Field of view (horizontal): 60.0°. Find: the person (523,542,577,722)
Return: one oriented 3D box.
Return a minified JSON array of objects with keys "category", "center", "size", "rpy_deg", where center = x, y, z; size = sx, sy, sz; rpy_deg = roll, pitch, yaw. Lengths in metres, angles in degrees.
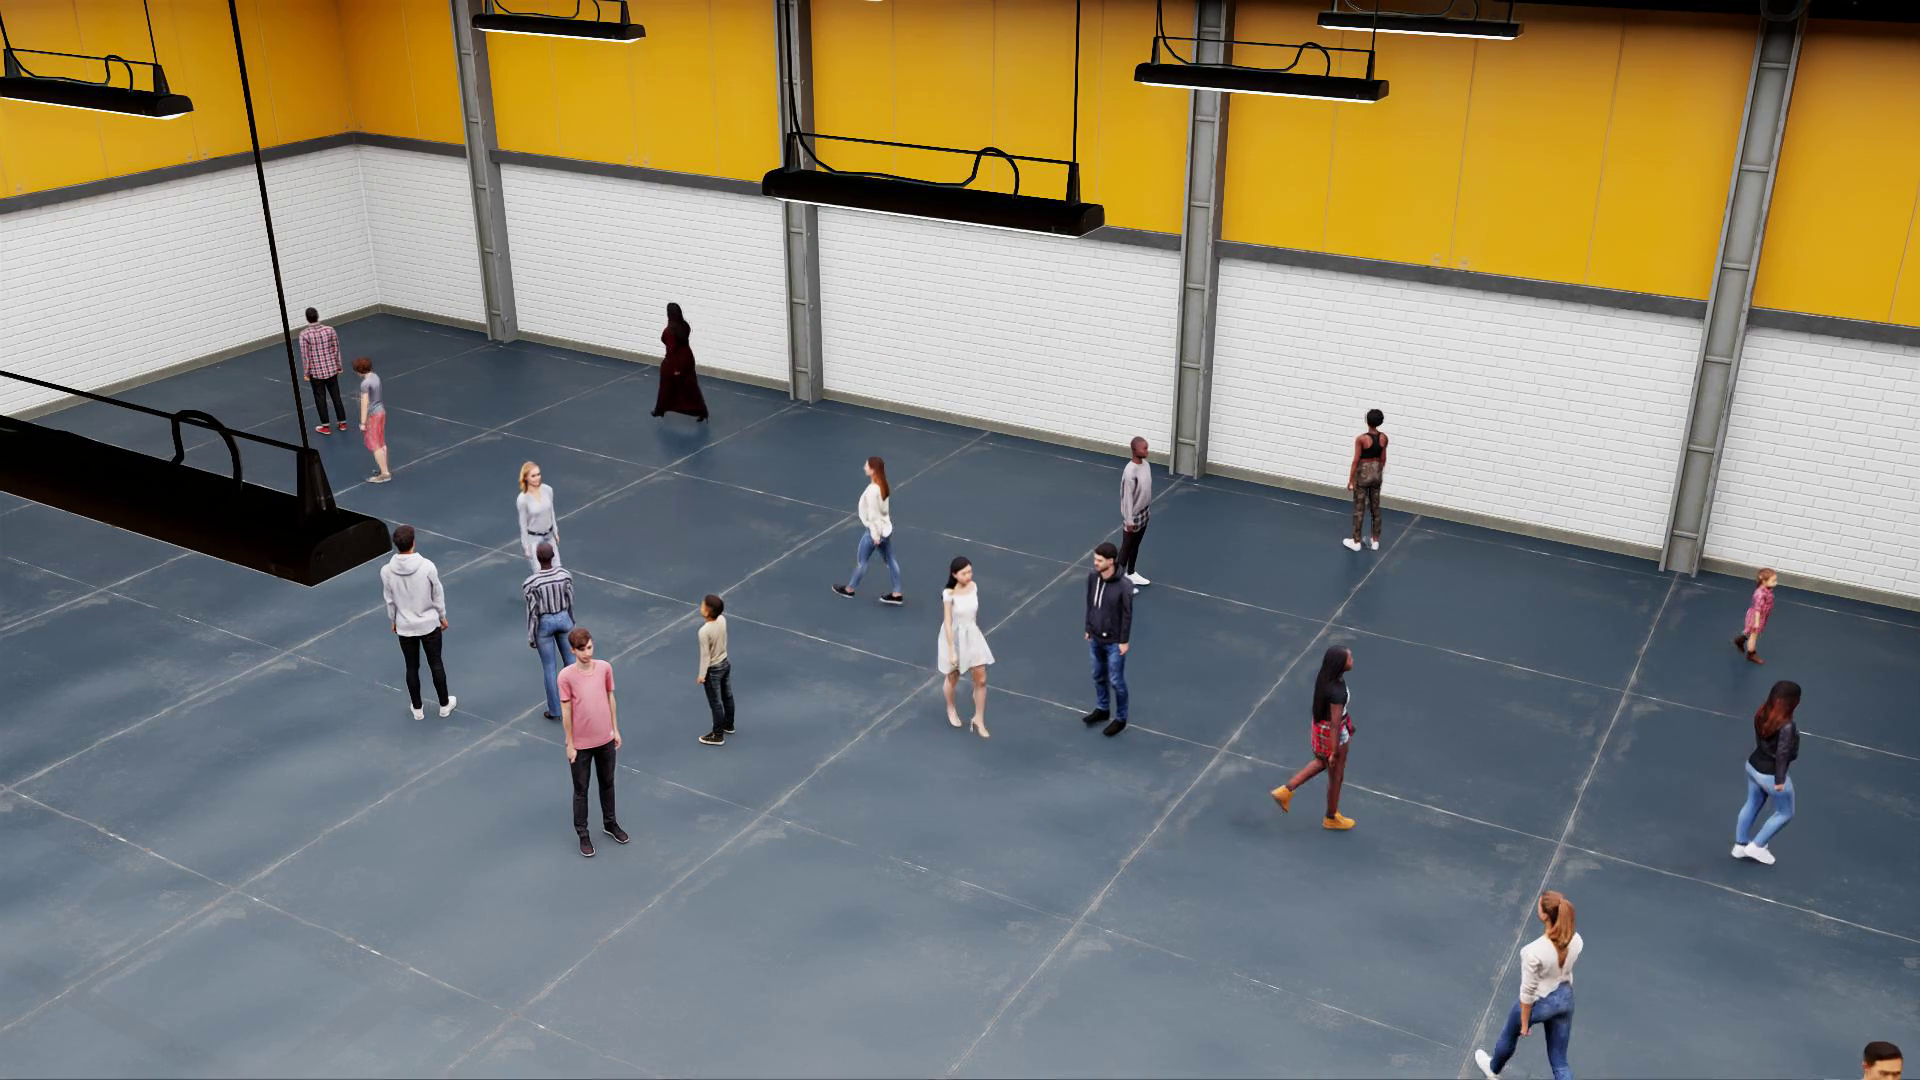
[{"category":"person","center":[-3.764,0.840,15.429],"size":[0.692,1.796,0.664],"rpy_deg":[-16,29,-33]}]

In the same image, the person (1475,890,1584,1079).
[{"category":"person","center":[3.778,3.037,10.554],"size":[1.122,1.676,1.198],"rpy_deg":[-7,25,-16]}]

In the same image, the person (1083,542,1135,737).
[{"category":"person","center":[1.383,0.872,15.247],"size":[0.802,1.883,0.632],"rpy_deg":[-19,30,-37]}]

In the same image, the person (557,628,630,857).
[{"category":"person","center":[-2.999,1.599,13.490],"size":[0.692,1.958,0.676],"rpy_deg":[-17,29,-34]}]

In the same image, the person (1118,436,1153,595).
[{"category":"person","center":[1.881,-0.293,18.055],"size":[0.510,1.769,0.609],"rpy_deg":[14,27,29]}]

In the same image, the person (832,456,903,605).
[{"category":"person","center":[-0.797,-0.070,17.682],"size":[1.052,1.659,0.762],"rpy_deg":[8,25,18]}]

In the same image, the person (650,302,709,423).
[{"category":"person","center":[-3.792,-2.398,22.955],"size":[1.120,1.702,0.673],"rpy_deg":[12,26,25]}]

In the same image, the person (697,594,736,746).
[{"category":"person","center":[-2.217,1.157,15.115],"size":[0.527,1.466,0.568],"rpy_deg":[11,26,23]}]

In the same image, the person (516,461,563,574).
[{"category":"person","center":[-4.436,-0.004,17.365],"size":[0.795,1.791,0.694],"rpy_deg":[20,30,38]}]

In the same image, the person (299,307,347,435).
[{"category":"person","center":[-8.711,-2.326,22.715],"size":[0.767,1.761,0.700],"rpy_deg":[-19,30,-37]}]

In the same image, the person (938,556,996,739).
[{"category":"person","center":[-0.056,0.949,15.232],"size":[0.813,1.755,0.928],"rpy_deg":[-15,28,-31]}]

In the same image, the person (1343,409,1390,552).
[{"category":"person","center":[4.670,-0.697,19.070],"size":[0.675,1.696,0.748],"rpy_deg":[-7,25,-16]}]

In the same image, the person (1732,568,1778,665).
[{"category":"person","center":[7.955,0.731,16.652],"size":[0.593,1.016,0.484],"rpy_deg":[20,31,38]}]

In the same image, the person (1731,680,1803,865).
[{"category":"person","center":[6.396,1.863,13.302],"size":[0.777,1.625,0.757],"rpy_deg":[-1,24,-2]}]

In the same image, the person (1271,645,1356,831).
[{"category":"person","center":[2.961,1.639,13.706],"size":[1.035,1.712,0.924],"rpy_deg":[-3,24,-6]}]

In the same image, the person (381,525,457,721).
[{"category":"person","center":[-5.033,0.763,15.437],"size":[0.765,1.931,0.836],"rpy_deg":[-5,24,-11]}]

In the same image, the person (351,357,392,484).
[{"category":"person","center":[-7.451,-1.556,21.108],"size":[0.714,1.638,0.718],"rpy_deg":[8,25,18]}]
